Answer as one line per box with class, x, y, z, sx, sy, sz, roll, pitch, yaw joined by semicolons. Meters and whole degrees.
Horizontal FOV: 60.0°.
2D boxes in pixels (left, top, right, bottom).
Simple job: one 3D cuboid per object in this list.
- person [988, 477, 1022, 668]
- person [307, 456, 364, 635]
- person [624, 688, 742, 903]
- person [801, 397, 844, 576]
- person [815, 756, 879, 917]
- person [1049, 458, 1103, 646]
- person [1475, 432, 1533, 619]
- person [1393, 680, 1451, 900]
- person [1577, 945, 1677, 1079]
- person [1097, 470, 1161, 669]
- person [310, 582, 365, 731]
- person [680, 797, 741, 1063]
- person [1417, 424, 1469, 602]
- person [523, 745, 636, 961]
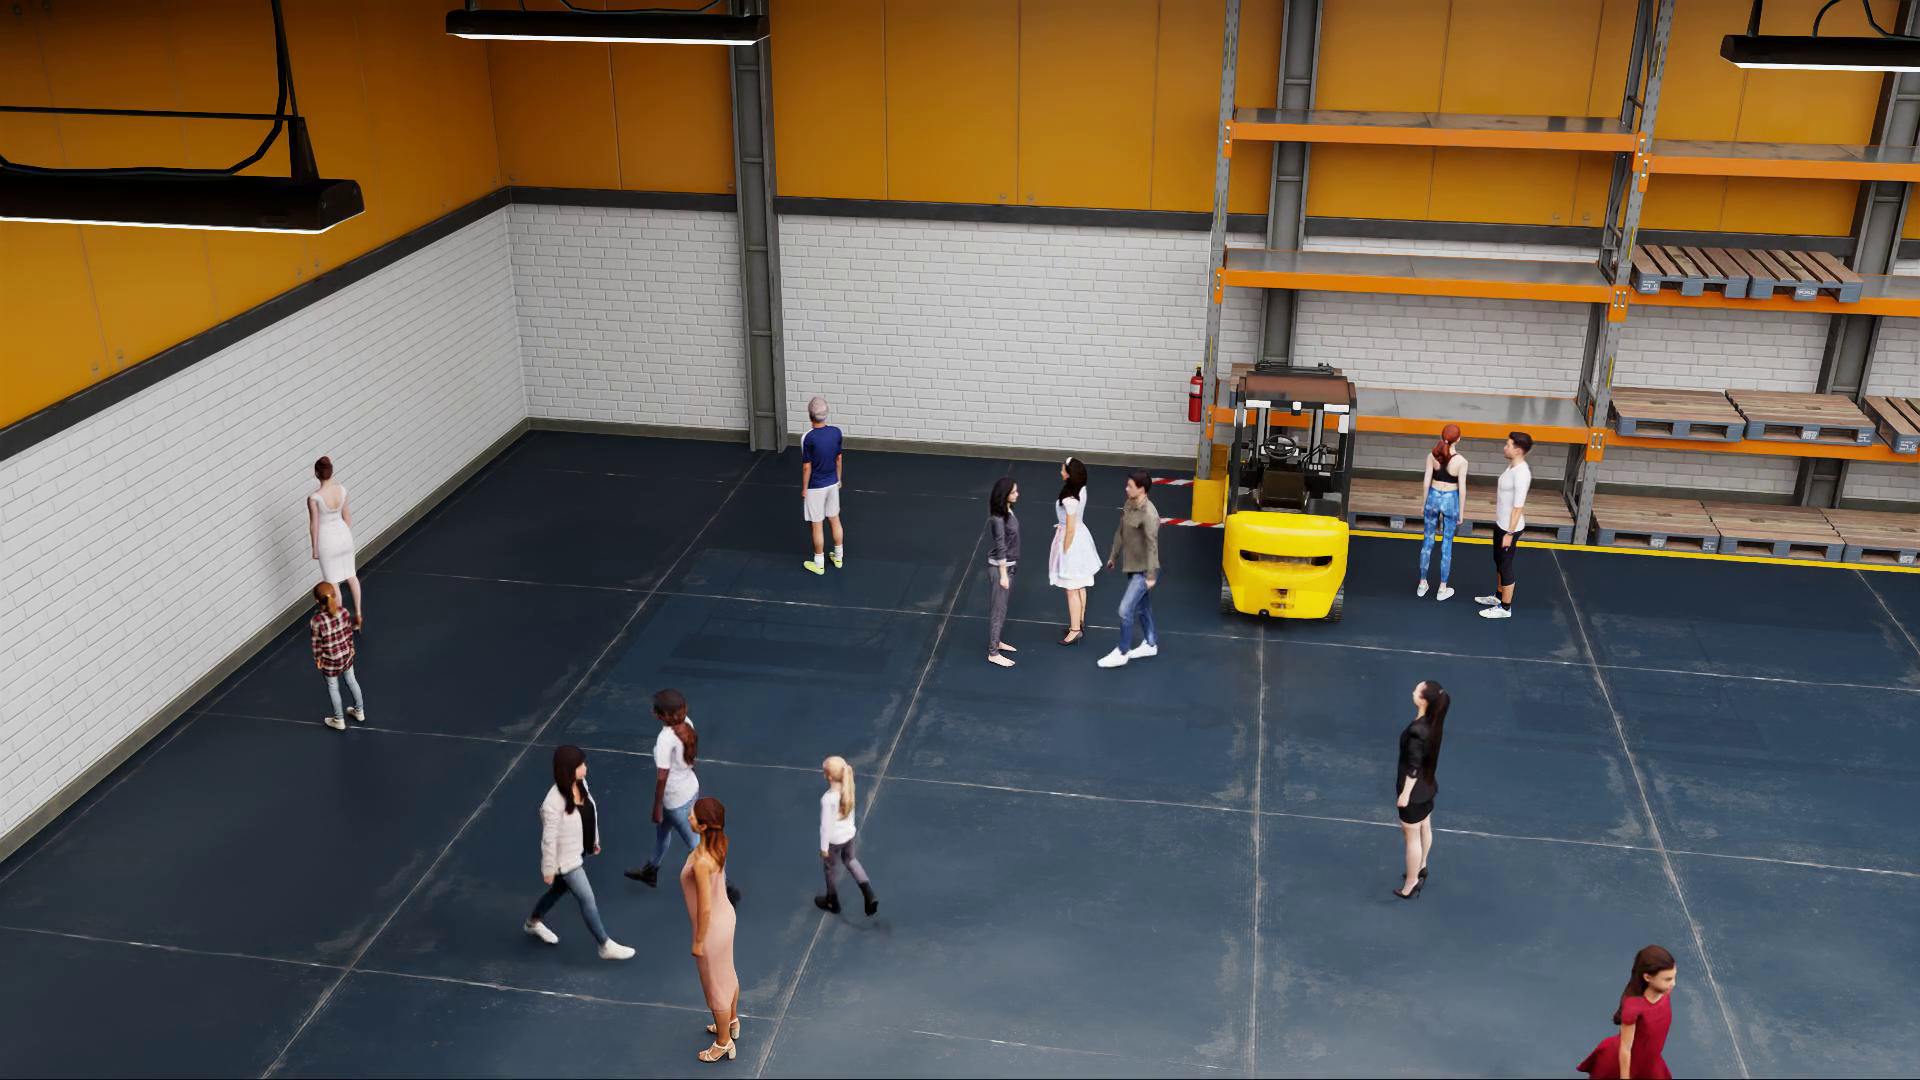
person;0.380;0.255;14.998;0.518;1.764;0.607;3;24;6
person;-5.782;0.061;15.406;0.646;1.791;0.637;19;30;36
person;-1.868;1.820;11.528;1.132;1.675;0.610;5;24;12
person;-1.397;-0.561;16.772;0.718;1.837;0.755;-19;30;-37
person;-0.787;2.063;11.479;0.837;1.268;0.705;18;29;36
person;1.031;0.106;15.274;0.752;1.815;0.729;7;25;16
person;5.221;-0.154;15.824;0.528;1.851;0.672;4;24;8
person;3.224;1.742;11.680;0.665;1.696;0.669;16;28;32
person;3.686;2.888;9.295;1.039;1.507;1.074;-14;27;-30
person;1.699;0.240;14.933;1.021;1.842;0.915;-6;24;-13
person;-5.240;0.958;13.963;0.620;1.304;0.598;18;29;35
person;-1.493;2.353;10.113;0.514;1.832;0.586;3;24;6
person;4.691;-0.283;16.203;0.601;1.784;0.711;13;27;28
person;-2.678;2.073;11.045;1.039;1.597;0.620;5;24;11
